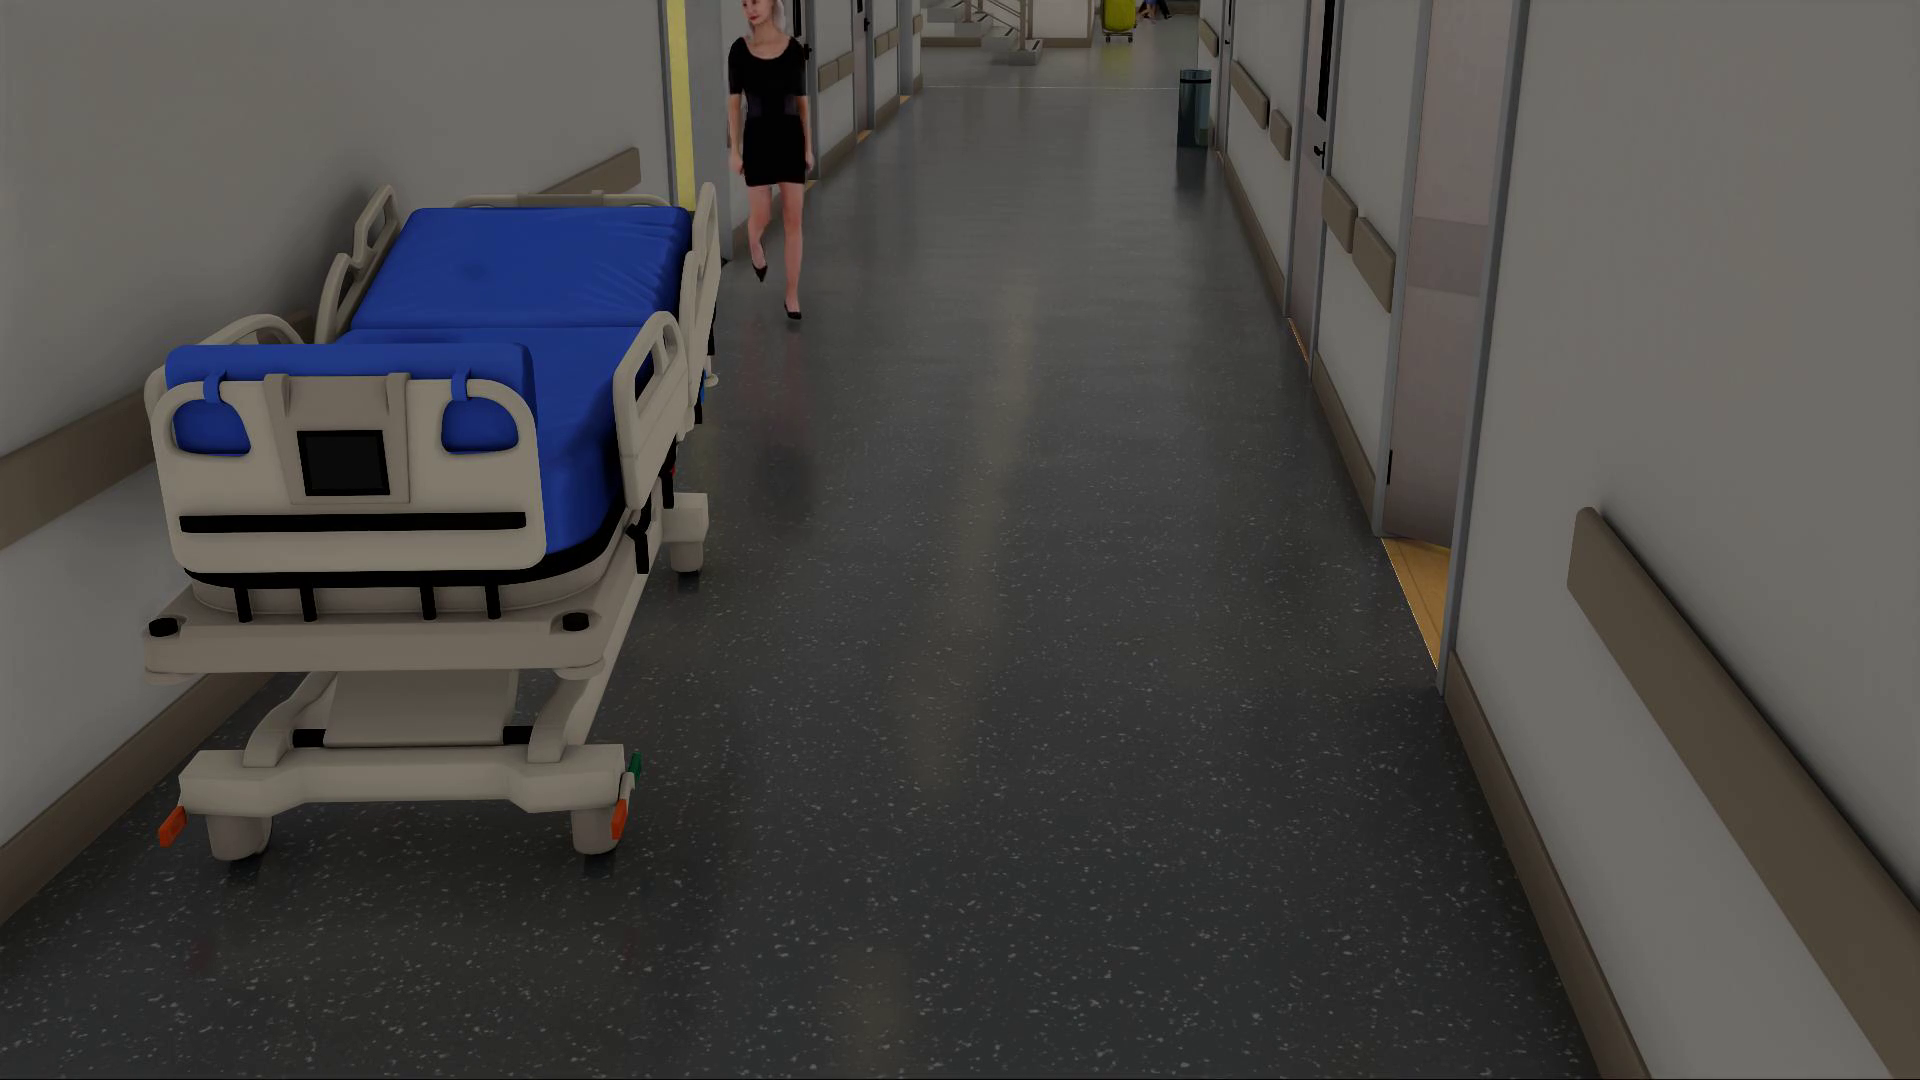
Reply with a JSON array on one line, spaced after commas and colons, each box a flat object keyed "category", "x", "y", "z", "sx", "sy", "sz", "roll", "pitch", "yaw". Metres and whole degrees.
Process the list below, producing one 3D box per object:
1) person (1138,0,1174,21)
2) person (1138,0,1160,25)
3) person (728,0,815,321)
[{"category": "person", "x": 3.936, "y": -11.459, "z": 34.035, "sx": 1.187, "sy": 1.614, "sz": 1.024, "roll": 15, "pitch": 25, "yaw": 34}, {"category": "person", "x": 3.786, "y": -10.874, "z": 33.342, "sx": 0.712, "sy": 1.011, "sz": 0.563, "roll": 10, "pitch": 23, "yaw": 25}, {"category": "person", "x": -1.059, "y": -2.147, "z": 9.169, "sx": 0.992, "sy": 1.811, "sz": 0.911, "roll": -8, "pitch": 22, "yaw": -20}]
